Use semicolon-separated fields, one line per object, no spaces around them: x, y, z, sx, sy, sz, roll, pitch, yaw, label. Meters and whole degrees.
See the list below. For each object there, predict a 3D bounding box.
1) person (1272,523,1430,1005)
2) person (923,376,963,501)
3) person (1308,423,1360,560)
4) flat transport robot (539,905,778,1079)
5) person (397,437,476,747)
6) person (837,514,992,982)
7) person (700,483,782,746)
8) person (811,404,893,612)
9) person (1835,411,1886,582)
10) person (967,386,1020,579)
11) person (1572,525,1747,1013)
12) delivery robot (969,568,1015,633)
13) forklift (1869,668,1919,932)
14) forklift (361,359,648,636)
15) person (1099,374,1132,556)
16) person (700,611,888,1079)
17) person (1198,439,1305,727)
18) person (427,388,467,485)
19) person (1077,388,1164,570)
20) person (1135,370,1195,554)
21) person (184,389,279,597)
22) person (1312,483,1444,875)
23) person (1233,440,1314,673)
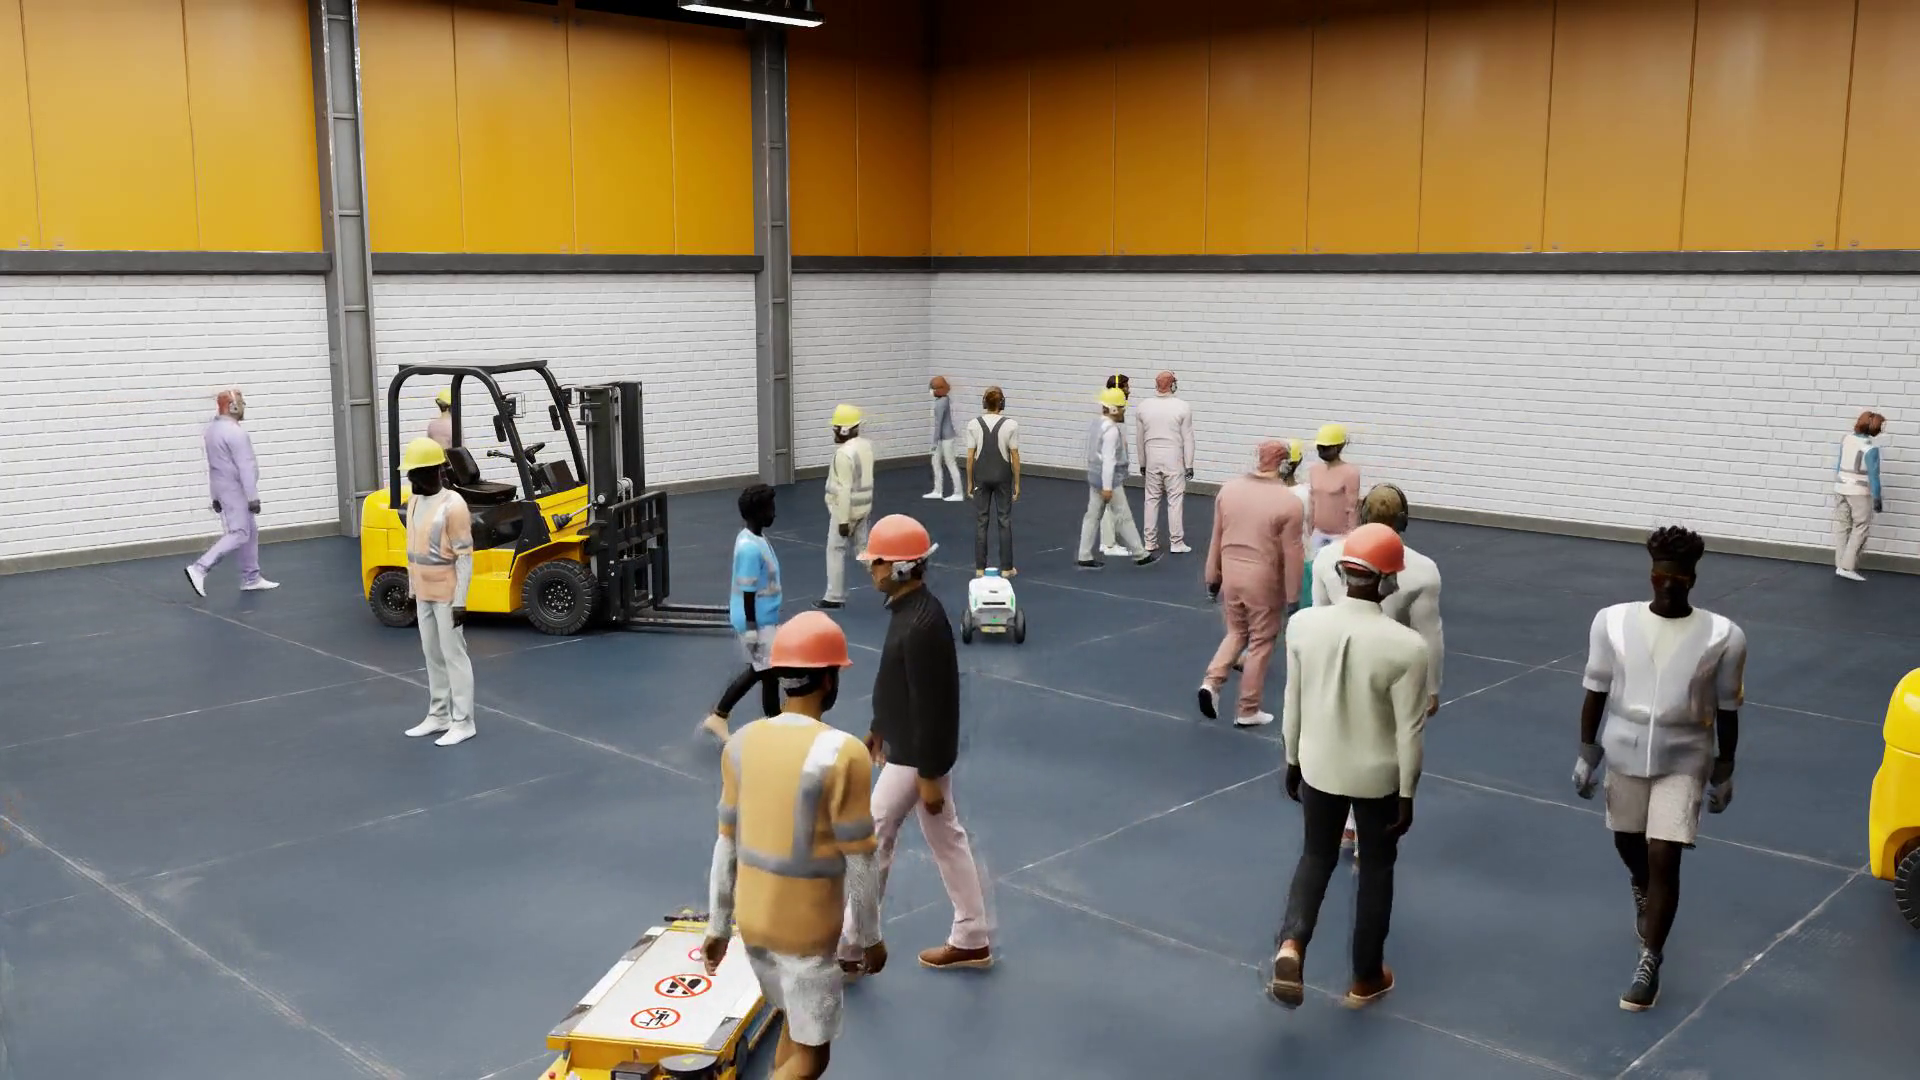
1.510;0.912;6.522;0.609;1.969;0.669;6;11;34;person
-0.238;-1.277;21.069;0.606;1.600;0.528;0;9;0;person
2.951;-0.053;13.144;0.441;1.752;0.521;-7;11;-35;person
-1.047;1.777;6.428;0.652;0.197;1.431;2;9;11;flat transport robot
-3.261;0.318;10.320;0.594;1.922;0.386;8;12;40;person
-0.298;0.865;6.871;0.951;1.955;0.634;0;9;3;person
-1.261;0.484;10.050;0.672;1.677;0.542;0;9;-3;person
-0.890;-0.264;14.223;0.761;1.811;0.599;4;10;21;person
8.480;-0.422;15.806;0.393;1.623;0.573;-1;9;-8;person
0.319;-0.545;15.852;0.517;1.843;0.326;2;9;10;person
2.902;0.873;6.904;0.612;1.935;0.950;6;11;33;person
0.252;0.467;13.304;0.477;0.478;0.707;0;9;-2;delivery robot
5.205;0.723;7.013;2.313;2.155;1.214;9;13;43;forklift
-3.850;-0.407;13.936;2.313;2.155;1.214;2;9;11;forklift
1.612;-0.776;17.186;0.326;1.874;0.519;-1;9;-3;person
-0.589;1.189;5.090;0.556;1.897;0.815;8;12;39;person
1.865;0.296;10.606;0.533;1.872;0.694;-9;13;-42;person
-5.119;-0.648;16.735;0.533;1.765;0.330;6;11;34;person
1.558;-0.584;16.242;0.890;1.788;0.625;-2;9;-11;person
2.147;-0.810;17.276;0.642;1.913;0.408;5;11;30;person
-6.614;-0.422;14.997;0.786;1.880;0.644;-7;12;-38;person
2.071;0.667;8.192;0.651;1.916;0.600;7;12;36;person
2.310;0.146;11.936;0.872;1.725;0.550;-3;10;-16;person
